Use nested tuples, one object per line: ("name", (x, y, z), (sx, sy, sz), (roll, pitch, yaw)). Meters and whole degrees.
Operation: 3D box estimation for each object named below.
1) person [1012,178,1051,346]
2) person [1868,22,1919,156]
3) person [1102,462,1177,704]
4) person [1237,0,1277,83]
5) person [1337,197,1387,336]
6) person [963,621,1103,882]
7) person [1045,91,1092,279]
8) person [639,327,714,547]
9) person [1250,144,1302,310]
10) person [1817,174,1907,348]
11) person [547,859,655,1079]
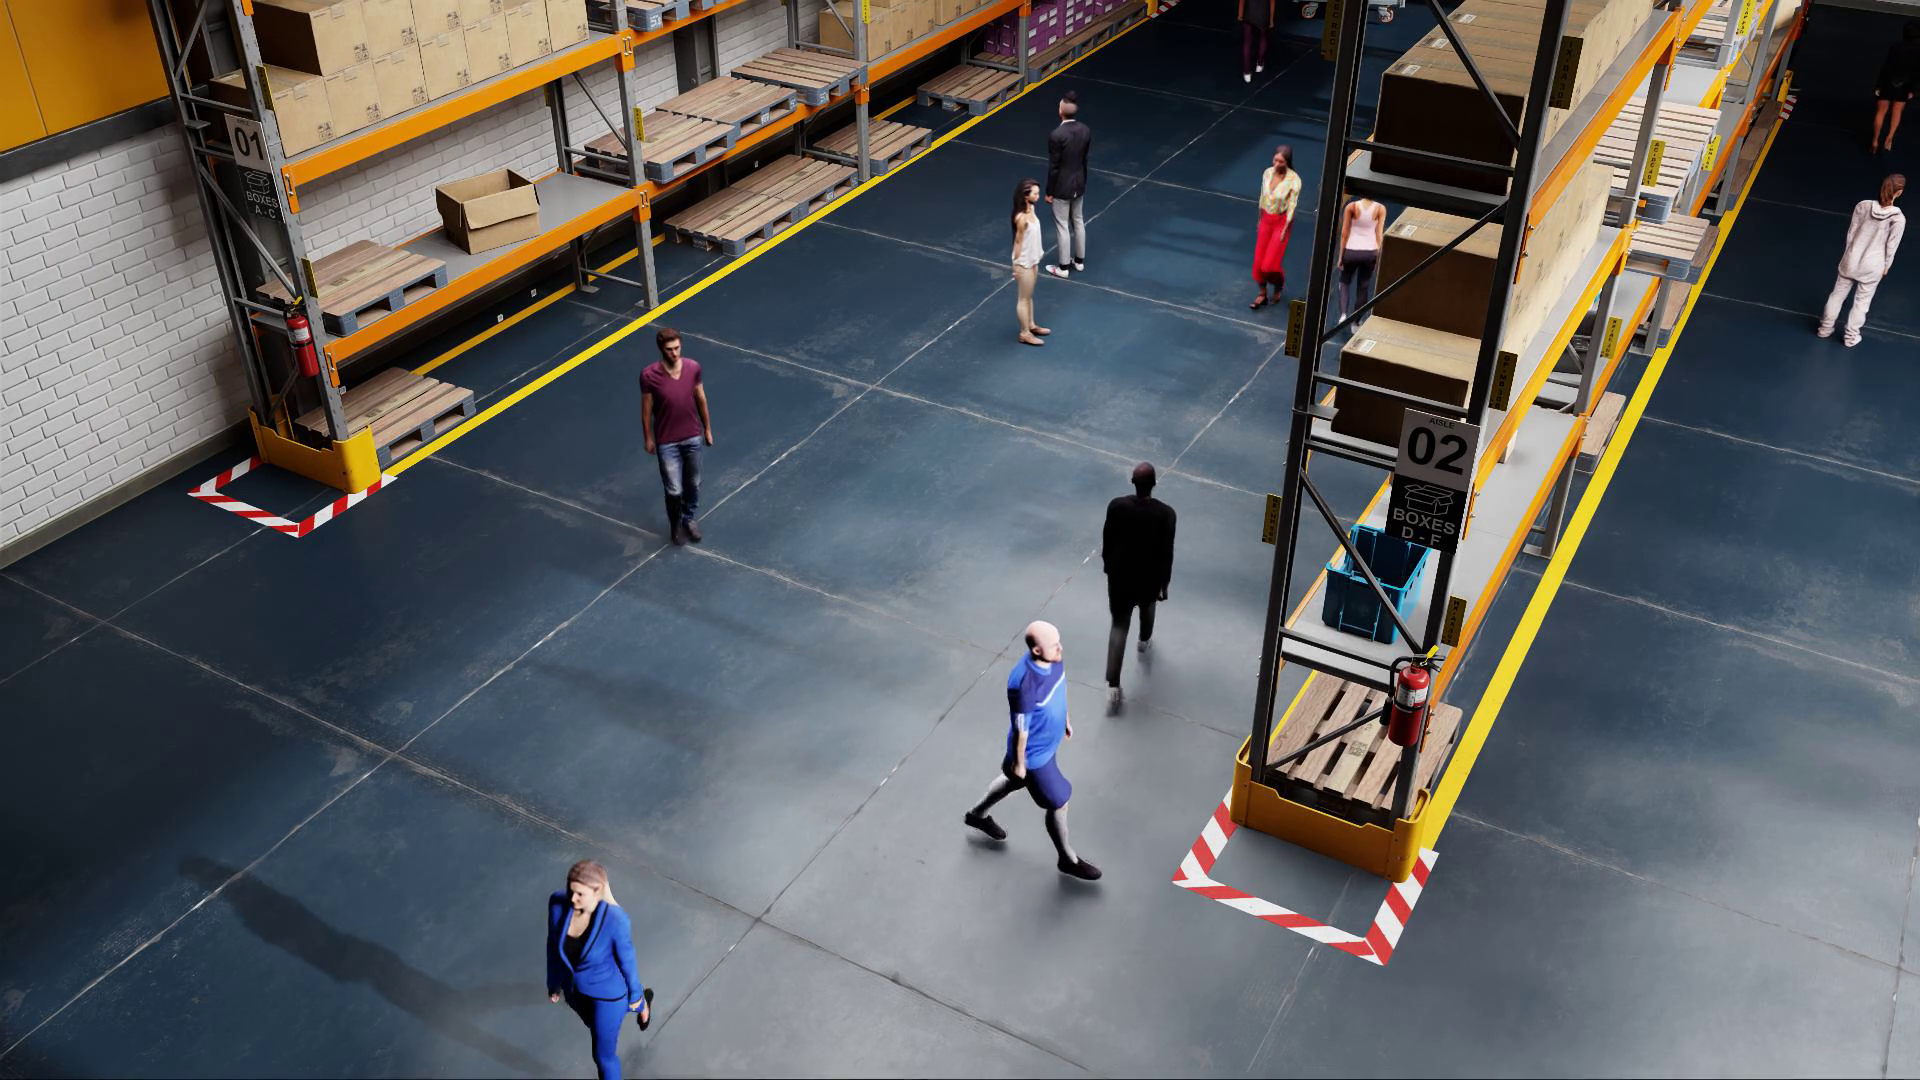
("person", (0.623, -2.672, 15.891), (0.670, 1.652, 0.613), (-5, 34, -8))
("person", (11.247, -5.383, 19.987), (0.644, 1.631, 0.712), (11, 35, 16))
("person", (1.168, 0.313, 11.344), (0.906, 1.713, 1.272), (7, 34, 11))
("person", (3.986, -7.043, 22.374), (0.845, 1.755, 1.037), (6, 34, 9))
("person", (3.835, -2.695, 15.941), (0.649, 1.634, 0.753), (9, 35, 13))
("person", (0.374, 1.207, 9.920), (0.885, 1.800, 1.160), (11, 35, 17))
("person", (1.118, -3.674, 17.125), (0.671, 1.954, 0.841), (-25, 41, -32))
("person", (-2.235, -0.853, 12.981), (0.741, 1.843, 0.847), (-17, 37, -24))
("person", (3.148, -3.046, 16.342), (0.786, 1.775, 0.687), (-27, 42, -34))
("person", (8.624, -2.674, 15.860), (0.682, 1.689, 0.702), (-25, 41, -33))
("person", (-1.812, 2.221, 8.504), (0.704, 1.679, 1.073), (13, 36, 18))
